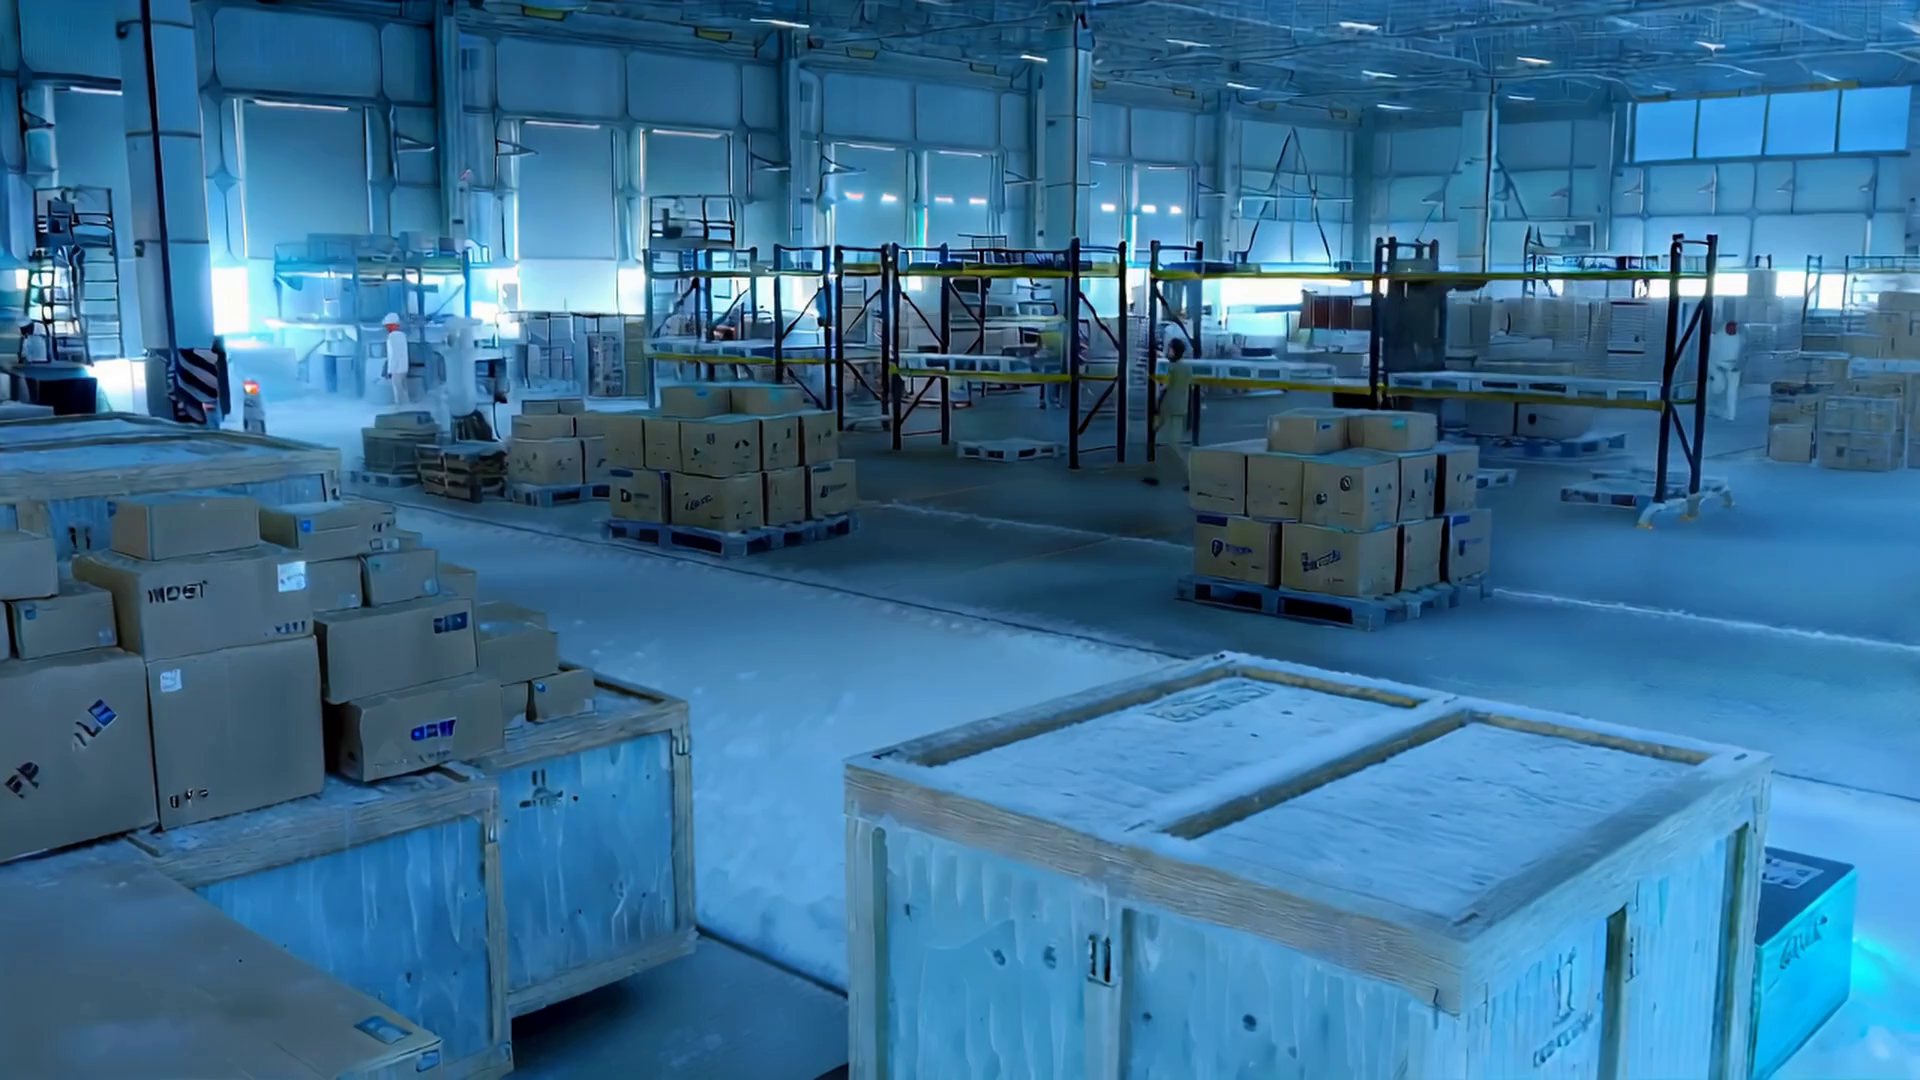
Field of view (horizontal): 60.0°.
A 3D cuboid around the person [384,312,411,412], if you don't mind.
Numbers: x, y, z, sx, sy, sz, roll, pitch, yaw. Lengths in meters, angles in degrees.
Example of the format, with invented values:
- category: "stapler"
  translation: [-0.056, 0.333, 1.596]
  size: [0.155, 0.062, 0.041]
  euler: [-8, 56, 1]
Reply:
- category: "person"
  translation: [-9.456, -2.848, 27.922]
  size: [0.369, 1.928, 0.585]
  euler: [1, 9, 6]

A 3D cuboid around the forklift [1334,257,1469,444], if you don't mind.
- category: "forklift"
  translation: [6.703, -2.851, 25.027]
  size: [1.873, 2.768, 1.129]
  euler: [9, 13, 43]

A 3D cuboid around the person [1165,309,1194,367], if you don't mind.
- category: "person"
  translation: [3.992, -3.220, 30.166]
  size: [0.634, 1.937, 0.355]
  euler: [-5, 10, -28]

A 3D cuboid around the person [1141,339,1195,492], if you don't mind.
- category: "person"
  translation: [2.570, -1.493, 19.949]
  size: [0.980, 1.823, 0.512]
  euler: [8, 12, 41]

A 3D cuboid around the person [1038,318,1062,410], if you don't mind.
- category: "person"
  translation: [1.714, -3.330, 31.472]
  size: [0.500, 1.733, 0.333]
  euler: [-5, 10, -27]

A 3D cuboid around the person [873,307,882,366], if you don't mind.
- category: "person"
  translation: [-2.150, -5.388, 44.409]
  size: [0.323, 1.631, 0.523]
  euler: [0, 9, -2]

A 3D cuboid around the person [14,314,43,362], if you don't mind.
- category: "person"
  translation: [-14.778, -2.617, 26.468]
  size: [0.374, 1.939, 0.545]
  euler: [-5, 11, -30]

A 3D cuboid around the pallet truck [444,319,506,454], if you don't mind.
- category: "pallet truck"
  translation: [-6.981, -1.942, 22.150]
  size: [1.885, 1.965, 0.823]
  euler: [1, 9, 9]

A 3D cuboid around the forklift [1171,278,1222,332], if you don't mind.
- category: "forklift"
  translation: [6.378, -6.423, 46.927]
  size: [1.873, 2.768, 1.129]
  euler: [9, 13, 43]

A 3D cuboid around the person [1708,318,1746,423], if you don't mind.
- category: "person"
  translation: [13.259, -2.937, 28.824]
  size: [0.650, 1.814, 0.618]
  euler: [2, 9, 10]

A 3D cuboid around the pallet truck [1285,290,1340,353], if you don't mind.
- category: "pallet truck"
  translation: [11.297, -6.951, 52.861]
  size: [1.885, 1.965, 0.823]
  euler: [-5, 11, -29]
